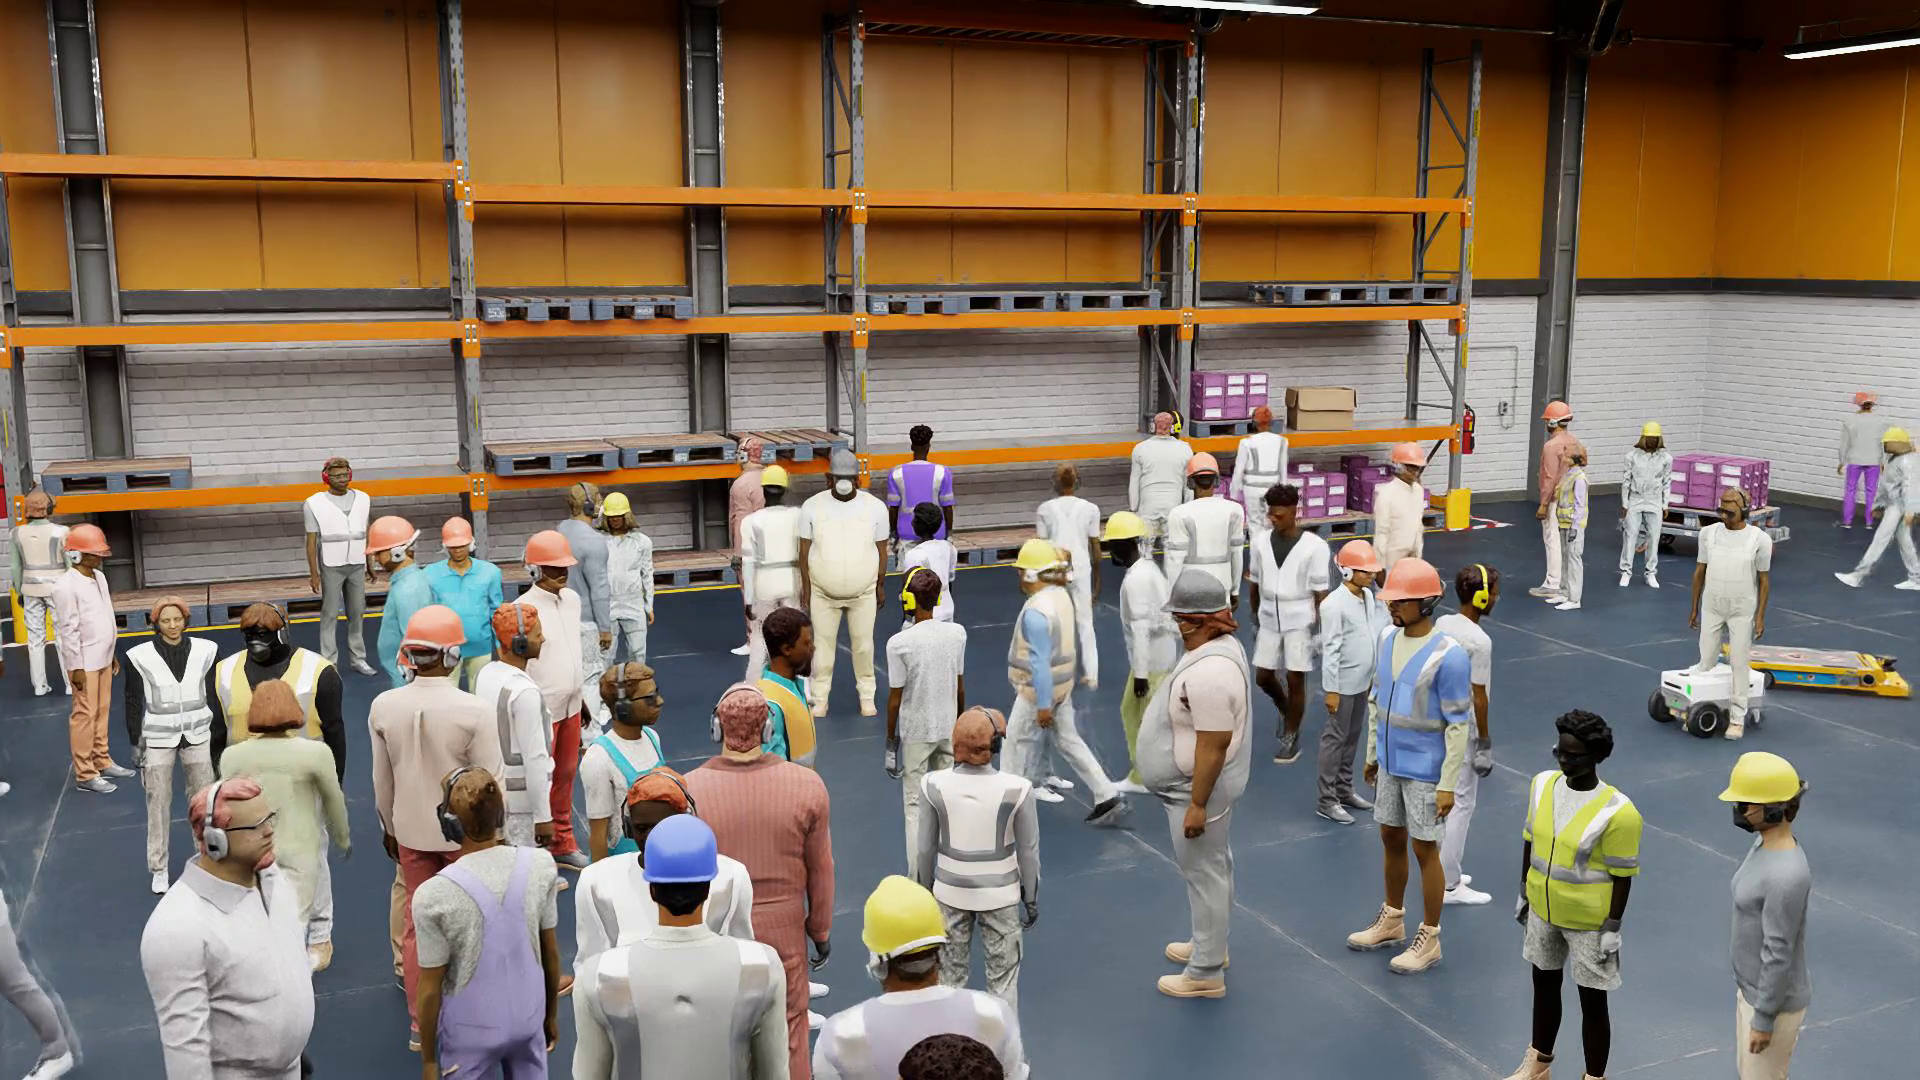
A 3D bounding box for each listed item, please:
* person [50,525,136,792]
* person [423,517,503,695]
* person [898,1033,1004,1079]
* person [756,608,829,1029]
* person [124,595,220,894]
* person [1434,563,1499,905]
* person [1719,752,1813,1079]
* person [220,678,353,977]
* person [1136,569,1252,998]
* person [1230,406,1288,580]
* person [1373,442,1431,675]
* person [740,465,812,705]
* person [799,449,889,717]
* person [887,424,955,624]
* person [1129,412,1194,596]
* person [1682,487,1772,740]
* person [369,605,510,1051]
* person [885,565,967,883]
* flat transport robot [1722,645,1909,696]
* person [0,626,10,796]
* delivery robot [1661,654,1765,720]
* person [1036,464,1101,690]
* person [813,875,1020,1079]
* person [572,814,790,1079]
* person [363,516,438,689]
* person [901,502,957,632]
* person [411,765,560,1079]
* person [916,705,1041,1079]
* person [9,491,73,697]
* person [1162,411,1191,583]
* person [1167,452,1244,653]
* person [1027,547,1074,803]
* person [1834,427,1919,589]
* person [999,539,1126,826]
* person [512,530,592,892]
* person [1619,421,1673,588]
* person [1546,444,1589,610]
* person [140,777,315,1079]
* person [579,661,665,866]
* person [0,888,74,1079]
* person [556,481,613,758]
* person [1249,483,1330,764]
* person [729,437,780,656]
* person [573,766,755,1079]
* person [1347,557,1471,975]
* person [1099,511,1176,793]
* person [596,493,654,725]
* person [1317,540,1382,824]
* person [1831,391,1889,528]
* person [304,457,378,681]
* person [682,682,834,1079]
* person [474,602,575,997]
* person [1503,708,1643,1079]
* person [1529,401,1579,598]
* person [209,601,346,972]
[{"bbox_3d":[-5.664,0.763,10.870,0.333,1.742,0.562,-1,10,-5],"label":"person"},{"bbox_3d":[-3.333,0.706,11.171,0.564,1.751,0.342,-4,11,-21],"label":"person"},{"bbox_3d":[0.013,1.952,3.519,0.386,1.918,0.595,1,10,5],"label":"person"},{"bbox_3d":[-0.807,1.248,7.577,0.392,1.919,0.592,0,10,-2],"label":"person"},{"bbox_3d":[-4.312,1.108,9.177,0.514,1.642,0.311,-8,12,-37],"label":"person"},{"bbox_3d":[2.712,1.042,8.957,0.345,1.857,0.515,-2,10,-12],"label":"person"},{"bbox_3d":[2.844,1.614,5.940,0.344,1.756,0.532,3,10,19],"label":"person"},{"bbox_3d":[-3.073,1.418,7.578,0.507,1.580,0.899,-1,10,-4],"label":"person"},{"bbox_3d":[1.102,1.132,7.890,0.536,2.000,0.688,2,10,14],"label":"person"},{"bbox_3d":[3.176,-0.500,17.780,0.612,1.874,0.526,-3,10,-18],"label":"person"},{"bbox_3d":[3.611,0.175,13.657,0.624,1.974,0.494,-9,14,-43],"label":"person"},{"bbox_3d":[-1.398,0.366,12.804,0.585,1.893,0.947,-4,11,-24],"label":"person"},{"bbox_3d":[-0.870,0.328,12.523,0.683,2.000,0.538,-1,10,-5],"label":"person"},{"bbox_3d":[-0.347,-0.061,14.991,0.602,1.963,0.368,1,10,4],"label":"person"},{"bbox_3d":[2.029,-0.345,16.825,0.658,1.896,0.402,0,10,-2],"label":"person"},{"bbox_3d":[5.531,0.523,11.986,0.516,1.835,0.343,9,13,41],"label":"person"},{"bbox_3d":[-2.243,1.266,7.254,0.611,1.995,0.377,2,10,11],"label":"person"},{"bbox_3d":[-0.183,1.058,8.859,0.503,1.862,0.328,-6,12,-32],"label":"person"},{"bbox_3d":[6.846,1.040,13.517,1.431,0.197,0.652,3,10,19],"label":"flat transport robot"},{"bbox_3d":[-6.386,0.739,10.510,0.590,1.918,0.386,-4,10,-20],"label":"person"},{"bbox_3d":[5.537,1.074,12.230,0.707,0.478,0.477,-3,10,-16],"label":"delivery robot"},{"bbox_3d":[0.869,0.309,13.343,0.522,1.810,0.386,1,10,4],"label":"person"},{"bbox_3d":[-0.147,1.808,4.726,0.611,1.780,0.928,-2,10,-14],"label":"person"},{"bbox_3d":[-0.784,1.734,4.748,0.620,1.932,0.420,-3,10,-16],"label":"person"},{"bbox_3d":[-3.237,0.835,9.755,0.406,1.985,0.614,-2,10,-13],"label":"person"},{"bbox_3d":[-0.231,0.561,12.166,0.320,1.699,0.531,7,12,36],"label":"person"},{"bbox_3d":[-1.559,1.645,5.538,0.509,1.838,0.335,-8,13,-40],"label":"person"},{"bbox_3d":[0.075,1.501,6.930,0.523,1.636,0.310,2,10,11],"label":"person"},{"bbox_3d":[-7.180,0.430,13.091,0.514,1.640,0.314,0,10,-1],"label":"person"},{"bbox_3d":[2.196,-0.409,17.258,0.328,1.874,0.521,-5,11,-25],"label":"person"},{"bbox_3d":[1.794,0.365,12.335,0.605,2.034,0.392,-3,10,-17],"label":"person"},{"bbox_3d":[0.591,0.847,10.699,0.286,1.634,0.500,3,10,19],"label":"person"},{"bbox_3d":[9.607,-0.323,17.249,0.906,1.688,0.510,2,10,12],"label":"person"},{"bbox_3d":[0.571,0.880,10.095,0.917,1.794,0.595,4,11,21],"label":"person"},{"bbox_3d":[-2.250,0.926,9.207,0.388,1.992,0.625,4,11,21],"label":"person"},{"bbox_3d":[7.171,-0.370,17.399,0.487,1.746,0.287,2,10,13],"label":"person"},{"bbox_3d":[6.001,-0.134,16.337,0.307,1.642,0.514,1,10,5],"label":"person"},{"bbox_3d":[-2.207,1.669,5.175,0.405,1.913,0.636,1,10,5],"label":"person"},{"bbox_3d":[-1.348,1.406,6.876,0.346,1.847,0.505,3,10,17],"label":"person"},{"bbox_3d":[-4.050,1.567,6.703,0.493,1.571,0.872,6,12,32],"label":"person"},{"bbox_3d":[-2.594,0.555,11.506,0.352,1.938,0.635,-8,13,-39],"label":"person"},{"bbox_3d":[2.286,0.559,11.492,0.636,1.945,0.500,7,12,34],"label":"person"},{"bbox_3d":[-1.810,0.054,14.492,0.402,1.906,0.652,5,11,24],"label":"person"},{"bbox_3d":[-0.948,1.644,5.390,0.585,1.882,0.337,-1,10,-7],"label":"person"},{"bbox_3d":[2.179,1.091,8.120,0.380,2.041,0.615,-5,11,-25],"label":"person"},{"bbox_3d":[1.260,0.751,10.618,0.767,1.871,0.599,2,10,9],"label":"person"},{"bbox_3d":[-2.514,0.509,12.338,0.494,1.743,0.309,-2,10,-12],"label":"person"},{"bbox_3d":[2.425,0.858,10.293,0.336,1.749,0.575,8,12,37],"label":"person"},{"bbox_3d":[11.455,-1.007,21.127,0.592,1.725,0.351,3,10,17],"label":"person"},{"bbox_3d":[-5.073,0.232,13.634,0.374,1.843,0.573,8,13,39],"label":"person"},{"bbox_3d":[-0.802,1.476,6.297,0.651,1.906,0.403,-2,10,-14],"label":"person"},{"bbox_3d":[-2.079,1.222,7.826,0.339,1.882,0.581,-8,12,-37],"label":"person"},{"bbox_3d":[2.470,1.506,6.724,0.318,1.698,0.533,-6,12,-31],"label":"person"},{"bbox_3d":[6.051,-0.414,16.926,0.618,1.993,0.396,-10,14,-44],"label":"person"},{"bbox_3d":[-3.315,1.199,8.081,0.636,1.842,0.429,0,10,-2],"label":"person"}]
